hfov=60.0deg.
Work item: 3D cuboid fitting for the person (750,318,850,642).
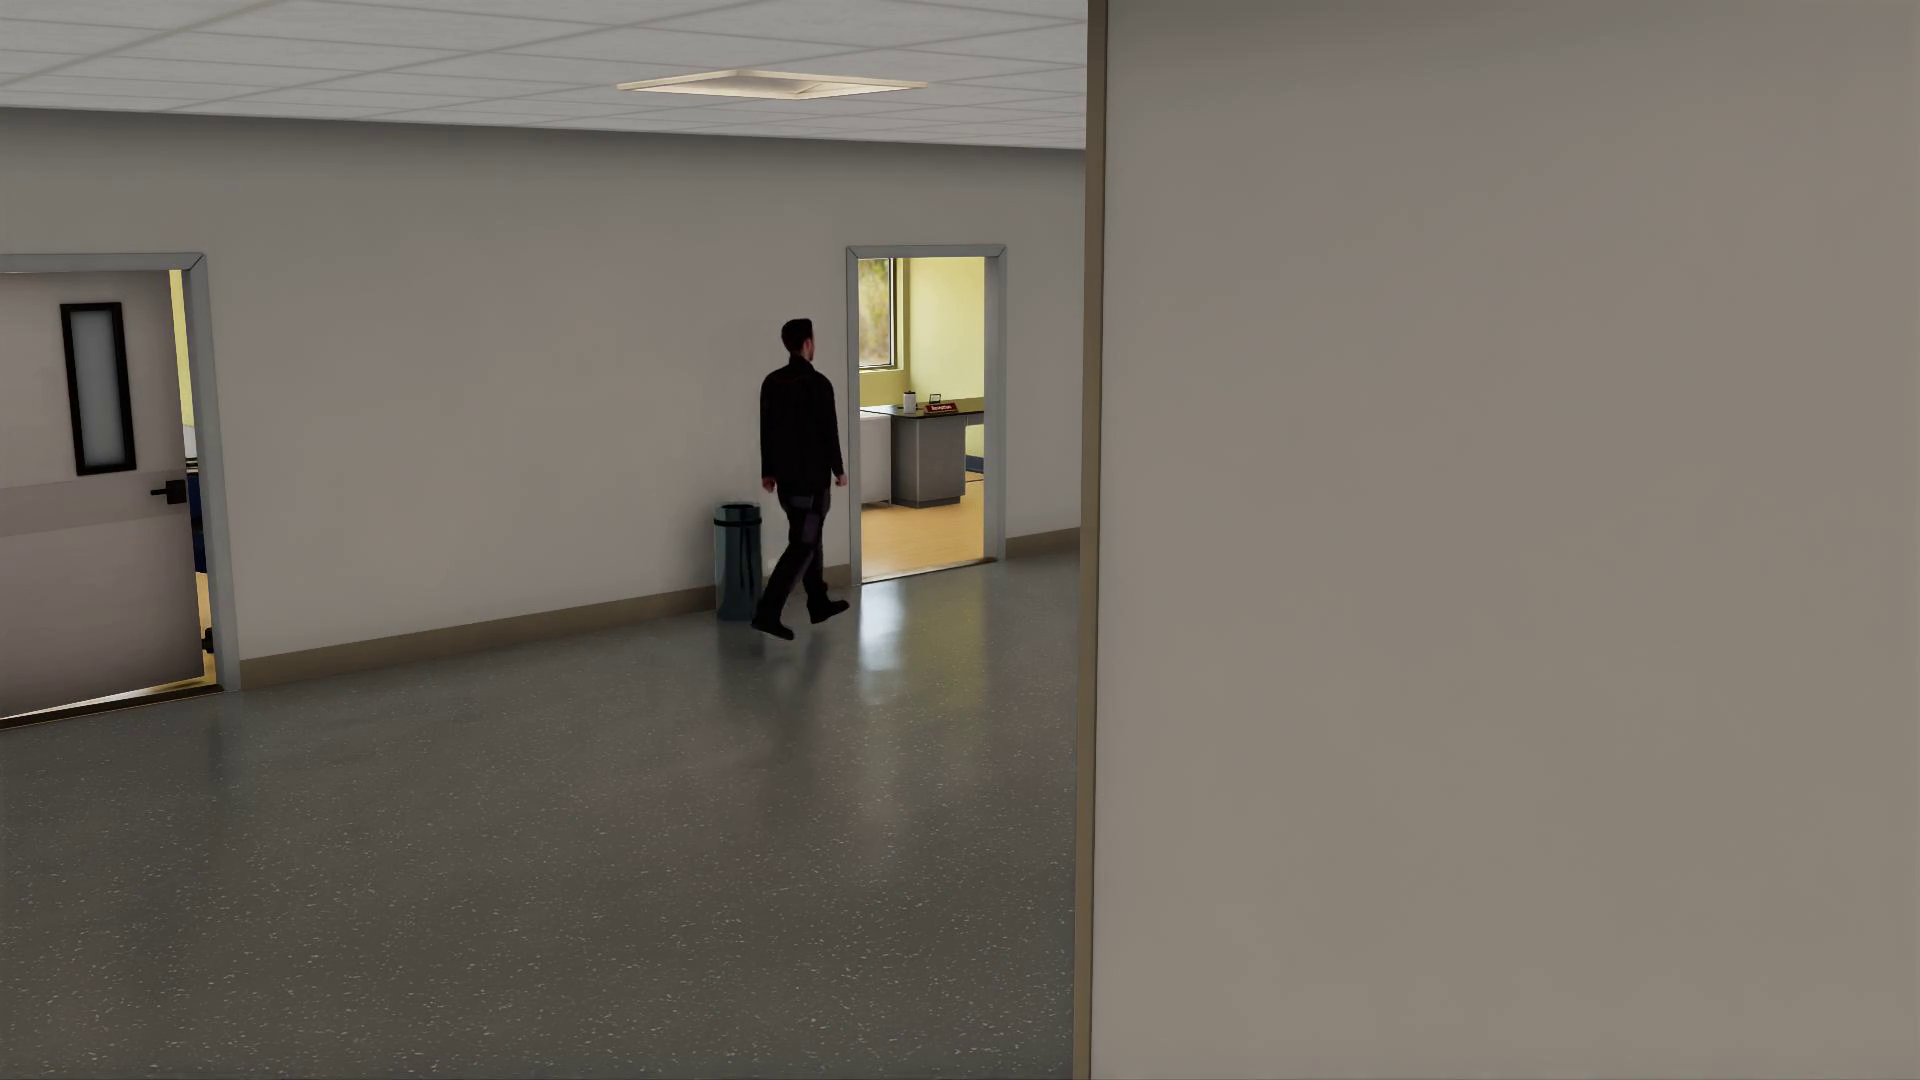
[{"bbox_3d":[-0.976,-0.327,9.808,0.808,1.875,1.247,9,14,41],"label":"person"}]
